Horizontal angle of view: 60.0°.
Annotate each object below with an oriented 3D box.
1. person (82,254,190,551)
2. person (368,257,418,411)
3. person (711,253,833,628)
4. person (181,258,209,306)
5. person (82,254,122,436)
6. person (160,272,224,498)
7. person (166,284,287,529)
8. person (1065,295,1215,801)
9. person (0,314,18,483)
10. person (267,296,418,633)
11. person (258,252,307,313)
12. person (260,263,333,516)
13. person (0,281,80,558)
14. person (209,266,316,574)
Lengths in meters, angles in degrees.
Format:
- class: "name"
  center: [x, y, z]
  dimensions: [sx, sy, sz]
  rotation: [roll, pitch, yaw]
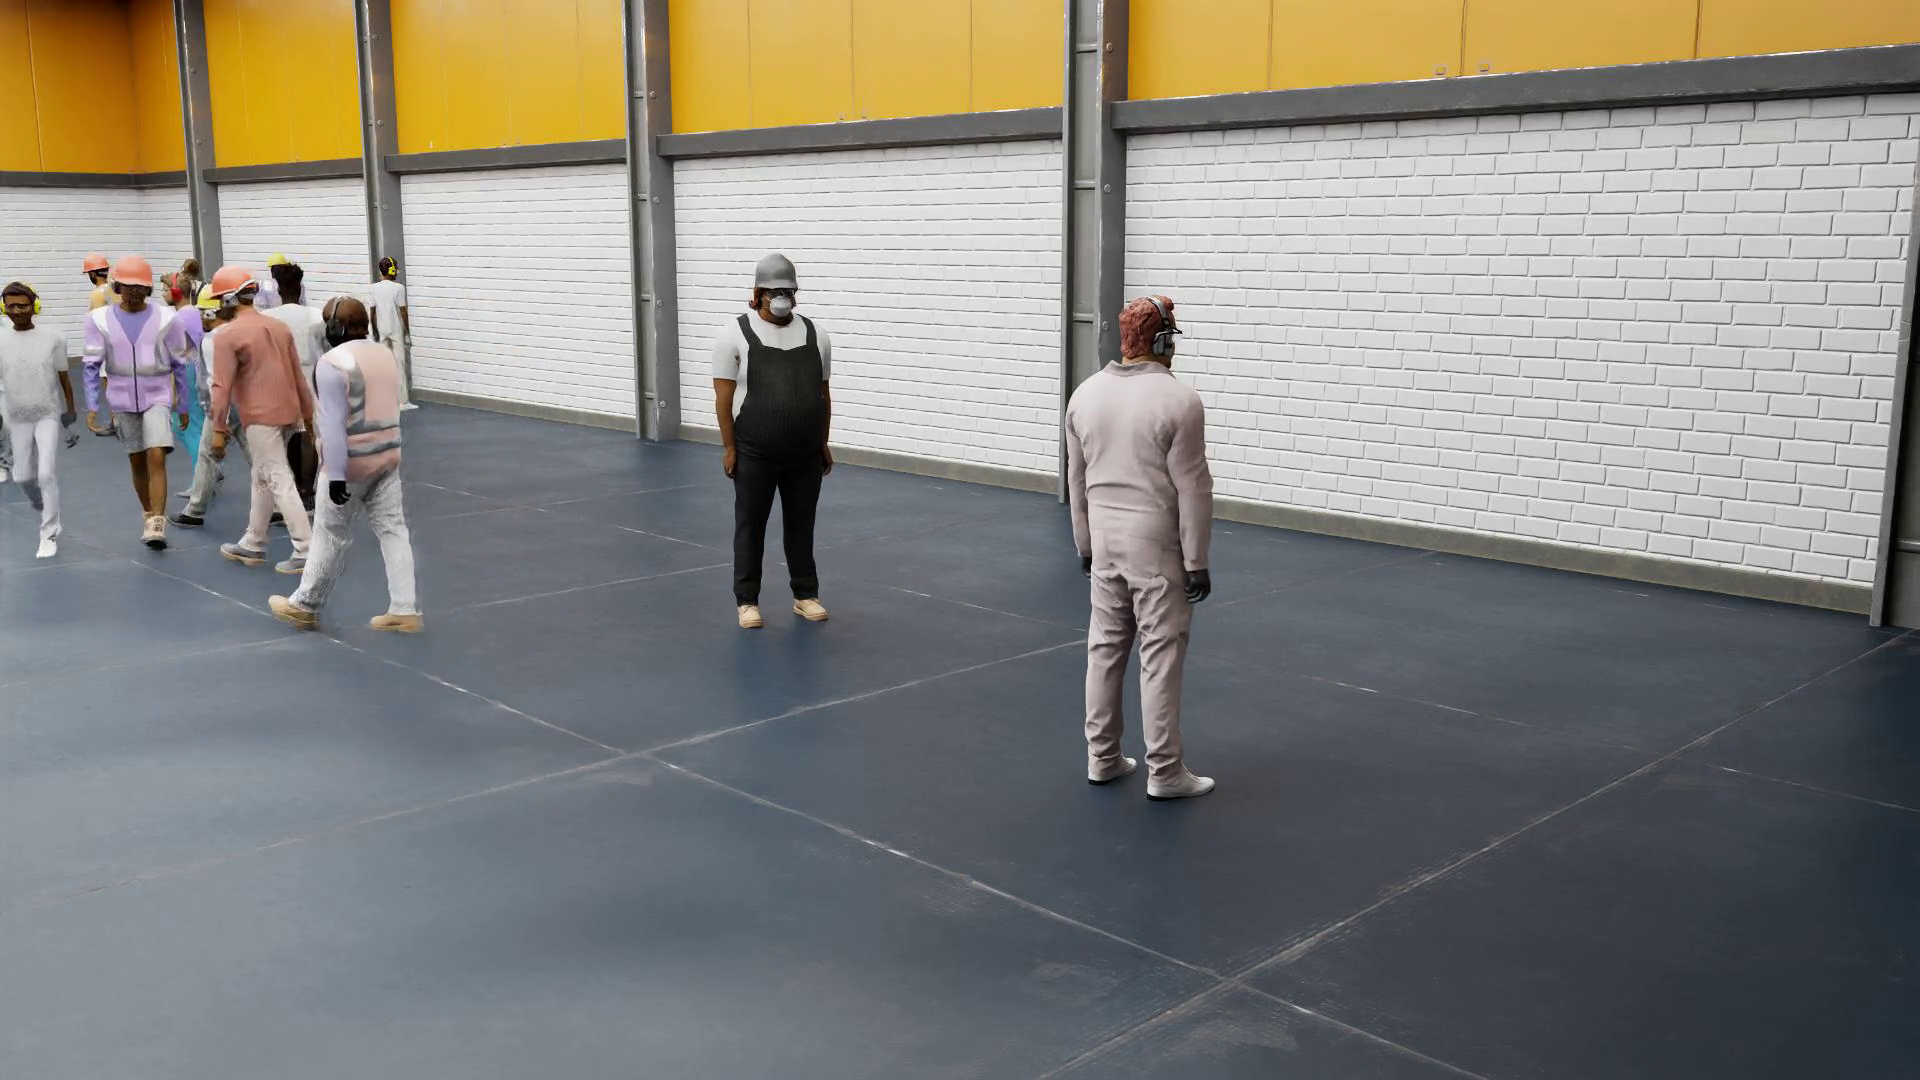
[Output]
- class: "person"
  center: [-5.545, -0.908, 11.212]
  dimensions: [0.626, 1.986, 1.027]
  rotation: [-3, 11, -18]
- class: "person"
  center: [-6.935, -2.506, 20.295]
  dimensions: [0.518, 1.865, 0.330]
  rotation: [2, 11, 12]
- class: "person"
  center: [-0.978, -0.543, 9.104]
  dimensions: [0.683, 2.000, 0.538]
  rotation: [-5, 12, -27]
- class: "person"
  center: [-9.447, -2.552, 20.594]
  dimensions: [0.513, 1.844, 0.328]
  rotation: [-9, 14, -41]
- class: "person"
  center: [-9.089, -2.066, 17.712]
  dimensions: [0.375, 1.931, 0.542]
  rotation: [-1, 10, -3]
- class: "person"
  center: [-6.239, -1.242, 13.474]
  dimensions: [0.457, 1.829, 0.604]
  rotation: [-1, 10, -8]
- class: "person"
  center: [-5.311, -0.954, 12.070]
  dimensions: [0.936, 1.785, 0.617]
  rotation: [1, 10, 6]
- class: "person"
  center: [0.709, 0.032, 6.334]
  dimensions: [0.638, 1.910, 0.407]
  rotation: [10, 15, 44]
- class: "person"
  center: [-8.303, -1.325, 14.248]
  dimensions: [0.502, 1.707, 0.551]
  rotation: [-4, 11, -19]
- class: "person"
  center: [-3.325, -0.398, 8.959]
  dimensions: [0.904, 1.801, 0.662]
  rotation: [4, 11, 20]
- class: "person"
  center: [-8.491, -2.641, 20.859]
  dimensions: [0.597, 1.914, 0.411]
  rotation: [-10, 14, -43]
- class: "person"
  center: [-5.108, -1.180, 12.914]
  dimensions: [0.622, 1.908, 1.020]
  rotation: [-2, 11, -11]
- class: "person"
  center: [-6.244, -0.823, 11.227]
  dimensions: [0.549, 1.839, 0.695]
  rotation: [-3, 11, -18]
- class: "person"
  center: [-4.467, -0.754, 10.539]
  dimensions: [0.965, 1.927, 0.688]
  rotation: [3, 11, 15]
